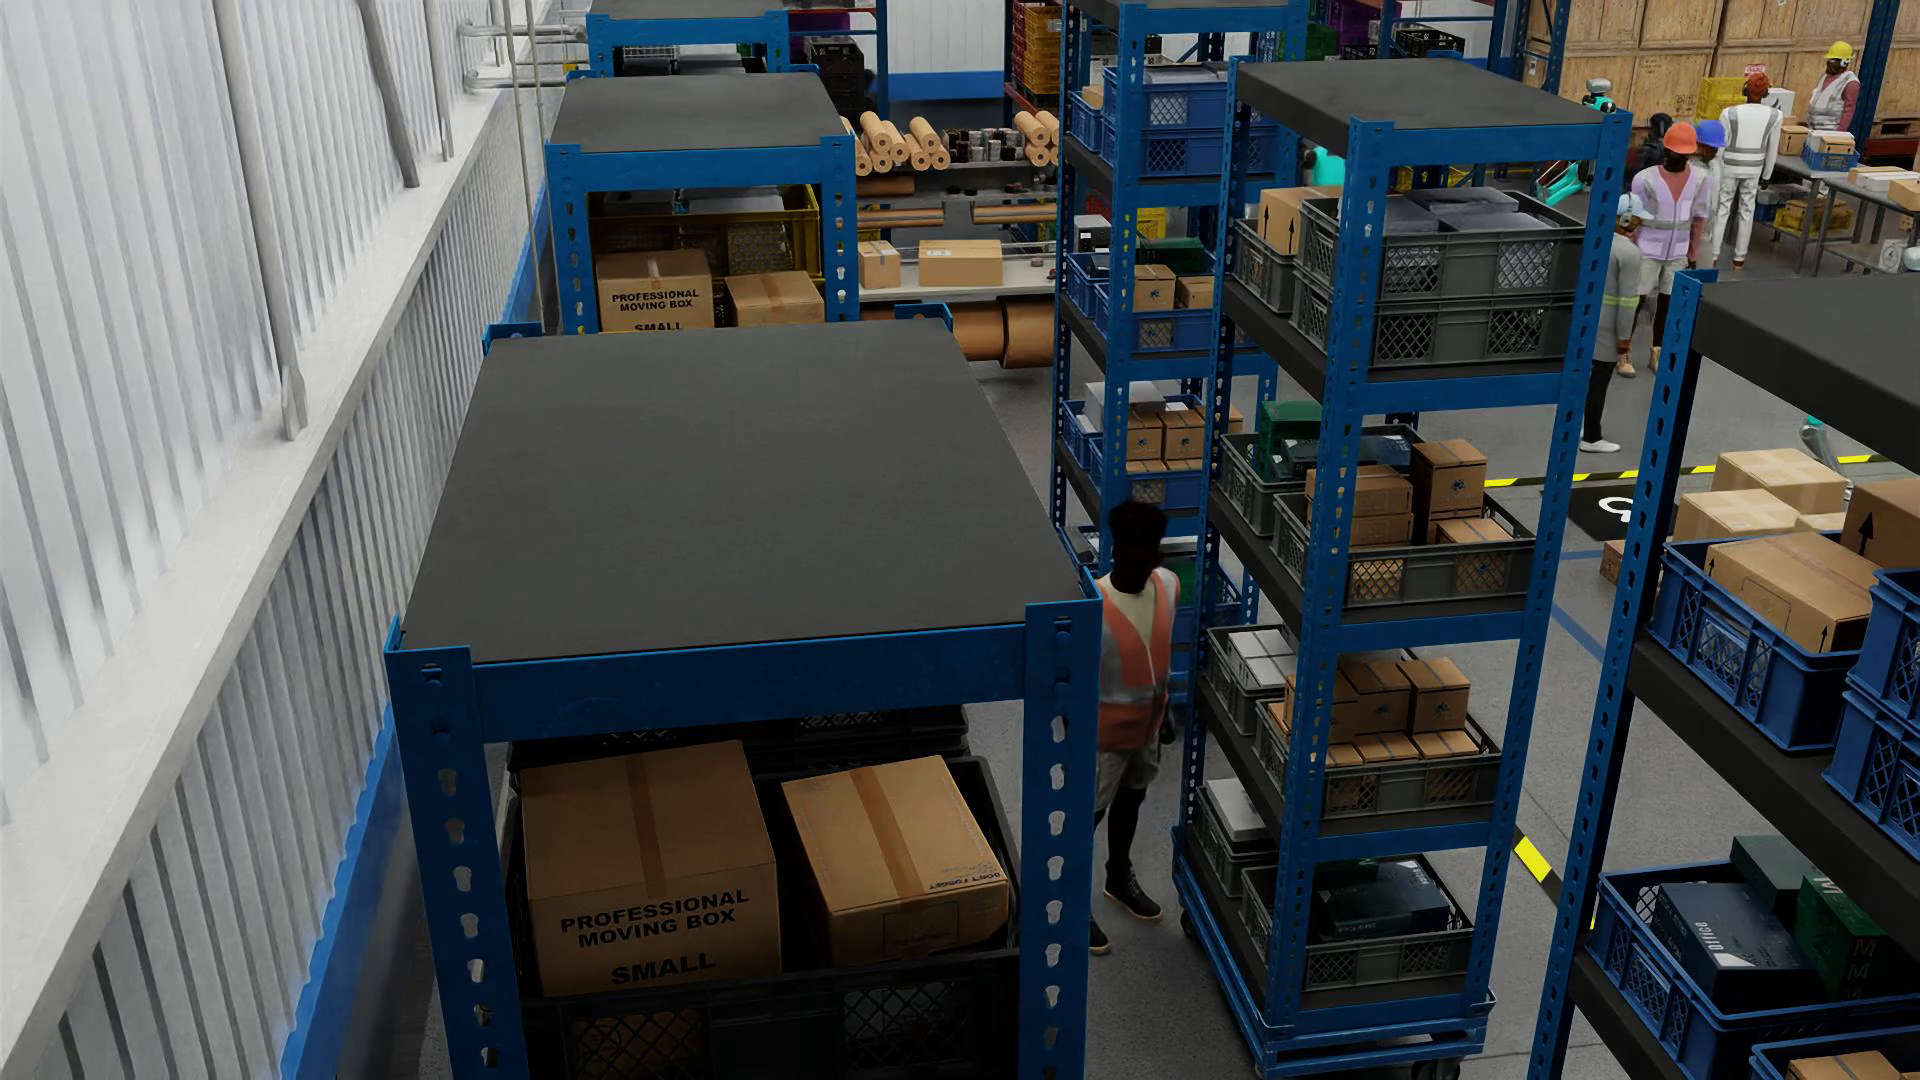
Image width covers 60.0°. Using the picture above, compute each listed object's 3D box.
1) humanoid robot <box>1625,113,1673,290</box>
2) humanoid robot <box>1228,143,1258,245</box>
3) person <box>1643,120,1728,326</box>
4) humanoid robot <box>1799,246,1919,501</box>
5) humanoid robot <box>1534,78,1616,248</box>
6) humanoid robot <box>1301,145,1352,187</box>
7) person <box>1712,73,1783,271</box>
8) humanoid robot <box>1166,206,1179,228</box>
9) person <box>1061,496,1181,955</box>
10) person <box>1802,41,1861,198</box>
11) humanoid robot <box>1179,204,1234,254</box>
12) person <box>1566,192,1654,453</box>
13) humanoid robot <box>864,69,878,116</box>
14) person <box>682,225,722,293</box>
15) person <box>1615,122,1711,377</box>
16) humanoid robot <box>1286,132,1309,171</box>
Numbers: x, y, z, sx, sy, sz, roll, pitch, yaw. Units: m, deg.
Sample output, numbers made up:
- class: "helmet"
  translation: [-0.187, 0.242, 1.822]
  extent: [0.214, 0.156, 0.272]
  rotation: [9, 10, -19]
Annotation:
- class: "humanoid robot"
  translation: [6.372, -3.102, 15.361]
  extent: [0.591, 1.641, 0.574]
  rotation: [-21, 32, -38]
- class: "humanoid robot"
  translation: [2.888, -3.764, 16.862]
  extent: [0.541, 1.915, 0.699]
  rotation: [-5, 25, -10]
- class: "person"
  translation: [6.021, -2.534, 13.818]
  extent: [0.618, 1.927, 0.540]
  rotation: [-13, 28, -26]
- class: "humanoid robot"
  translation: [5.799, -1.095, 10.765]
  extent: [0.735, 1.675, 0.533]
  rotation: [15, 28, 29]
- class: "humanoid robot"
  translation: [5.981, -3.686, 16.435]
  extent: [0.728, 1.694, 0.532]
  rotation: [-2, 25, -4]
- class: "humanoid robot"
  translation: [3.269, -2.573, 14.226]
  extent: [0.538, 1.826, 0.810]
  rotation: [-11, 27, -23]
- class: "person"
  translation: [7.540, -3.546, 16.074]
  extent: [0.583, 1.882, 0.345]
  rotation: [5, 25, 10]
- class: "humanoid robot"
  translation: [2.250, -4.078, 17.545]
  extent: [0.556, 1.908, 0.720]
  rotation: [1, 25, 3]
- class: "person"
  translation: [0.644, 0.734, 6.674]
  extent: [0.609, 1.962, 0.364]
  rotation: [-19, 31, -35]
- class: "person"
  translation: [9.504, -4.534, 18.281]
  extent: [0.404, 1.830, 0.601]
  rotation: [-4, 25, -10]
- class: "humanoid robot"
  translation: [2.406, -3.266, 15.786]
  extent: [0.608, 1.652, 0.762]
  rotation: [-3, 25, -8]
- class: "person"
  translation: [4.557, -1.534, 11.744]
  extent: [0.406, 1.847, 0.589]
  rotation: [-8, 26, -16]
- class: "humanoid robot"
  translation: [-0.923, -4.152, 17.638]
  extent: [0.387, 1.639, 0.586]
  rotation: [6, 25, 12]
- class: "person"
  translation: [-1.737, -1.366, 11.386]
  extent: [0.429, 1.841, 0.635]
  rotation: [-13, 28, -26]
- class: "person"
  translation: [5.541, -2.272, 13.135]
  extent: [0.600, 2.036, 0.391]
  rotation: [0, 25, 1]
- class: "humanoid robot"
  translation: [3.710, -4.486, 18.362]
  extent: [0.351, 1.637, 0.593]
  rotation: [3, 25, 7]
